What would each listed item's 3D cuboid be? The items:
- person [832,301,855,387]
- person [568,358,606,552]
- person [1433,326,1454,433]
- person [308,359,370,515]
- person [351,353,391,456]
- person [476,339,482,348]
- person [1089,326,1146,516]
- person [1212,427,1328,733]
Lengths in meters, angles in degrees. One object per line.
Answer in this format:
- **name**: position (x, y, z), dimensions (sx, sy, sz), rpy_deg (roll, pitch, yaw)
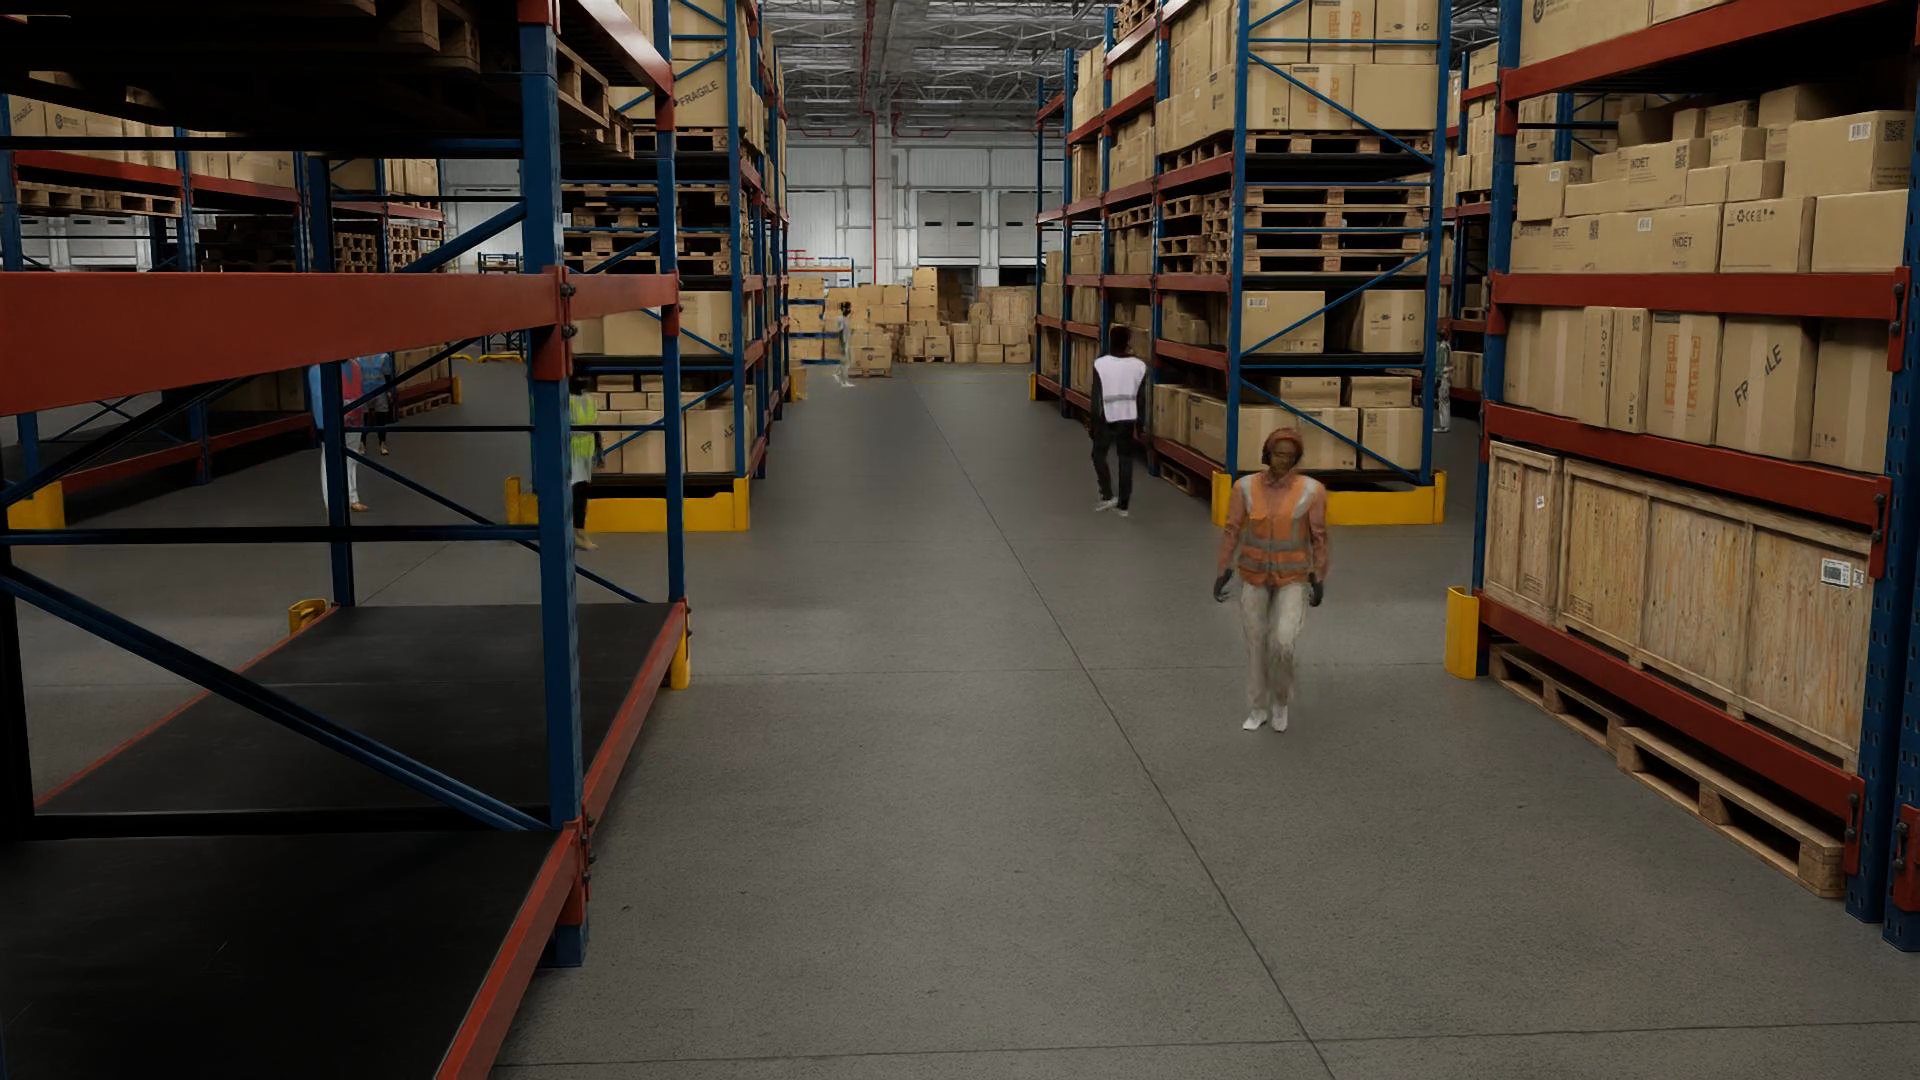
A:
- **person**: position (-2.476, -4.198, 35.700), dimensions (0.449, 1.853, 0.552), rpy_deg (2, 9, 10)
- **person**: position (-3.269, -0.738, 14.492), dimensions (0.604, 1.676, 0.559), rpy_deg (4, 10, 26)
- **person**: position (7.386, -2.454, 25.459), dimensions (0.319, 1.628, 0.508), rpy_deg (3, 10, 20)
- **person**: position (-6.203, -1.164, 16.703), dimensions (0.430, 1.841, 0.624), rpy_deg (5, 10, 26)
- **person**: position (-7.847, -1.963, 22.158), dimensions (0.531, 1.698, 0.320), rpy_deg (-3, 10, -20)
- **person**: position (-16.003, -7.337, 55.418), dimensions (0.668, 1.853, 0.844), rpy_deg (-2, 9, -9)
- **person**: position (1.561, -1.197, 16.709), dimensions (0.633, 1.896, 0.560), rpy_deg (-3, 10, -19)
- **person**: position (1.624, 0.220, 8.692), dimensions (0.569, 1.618, 0.408), rpy_deg (4, 10, 22)
